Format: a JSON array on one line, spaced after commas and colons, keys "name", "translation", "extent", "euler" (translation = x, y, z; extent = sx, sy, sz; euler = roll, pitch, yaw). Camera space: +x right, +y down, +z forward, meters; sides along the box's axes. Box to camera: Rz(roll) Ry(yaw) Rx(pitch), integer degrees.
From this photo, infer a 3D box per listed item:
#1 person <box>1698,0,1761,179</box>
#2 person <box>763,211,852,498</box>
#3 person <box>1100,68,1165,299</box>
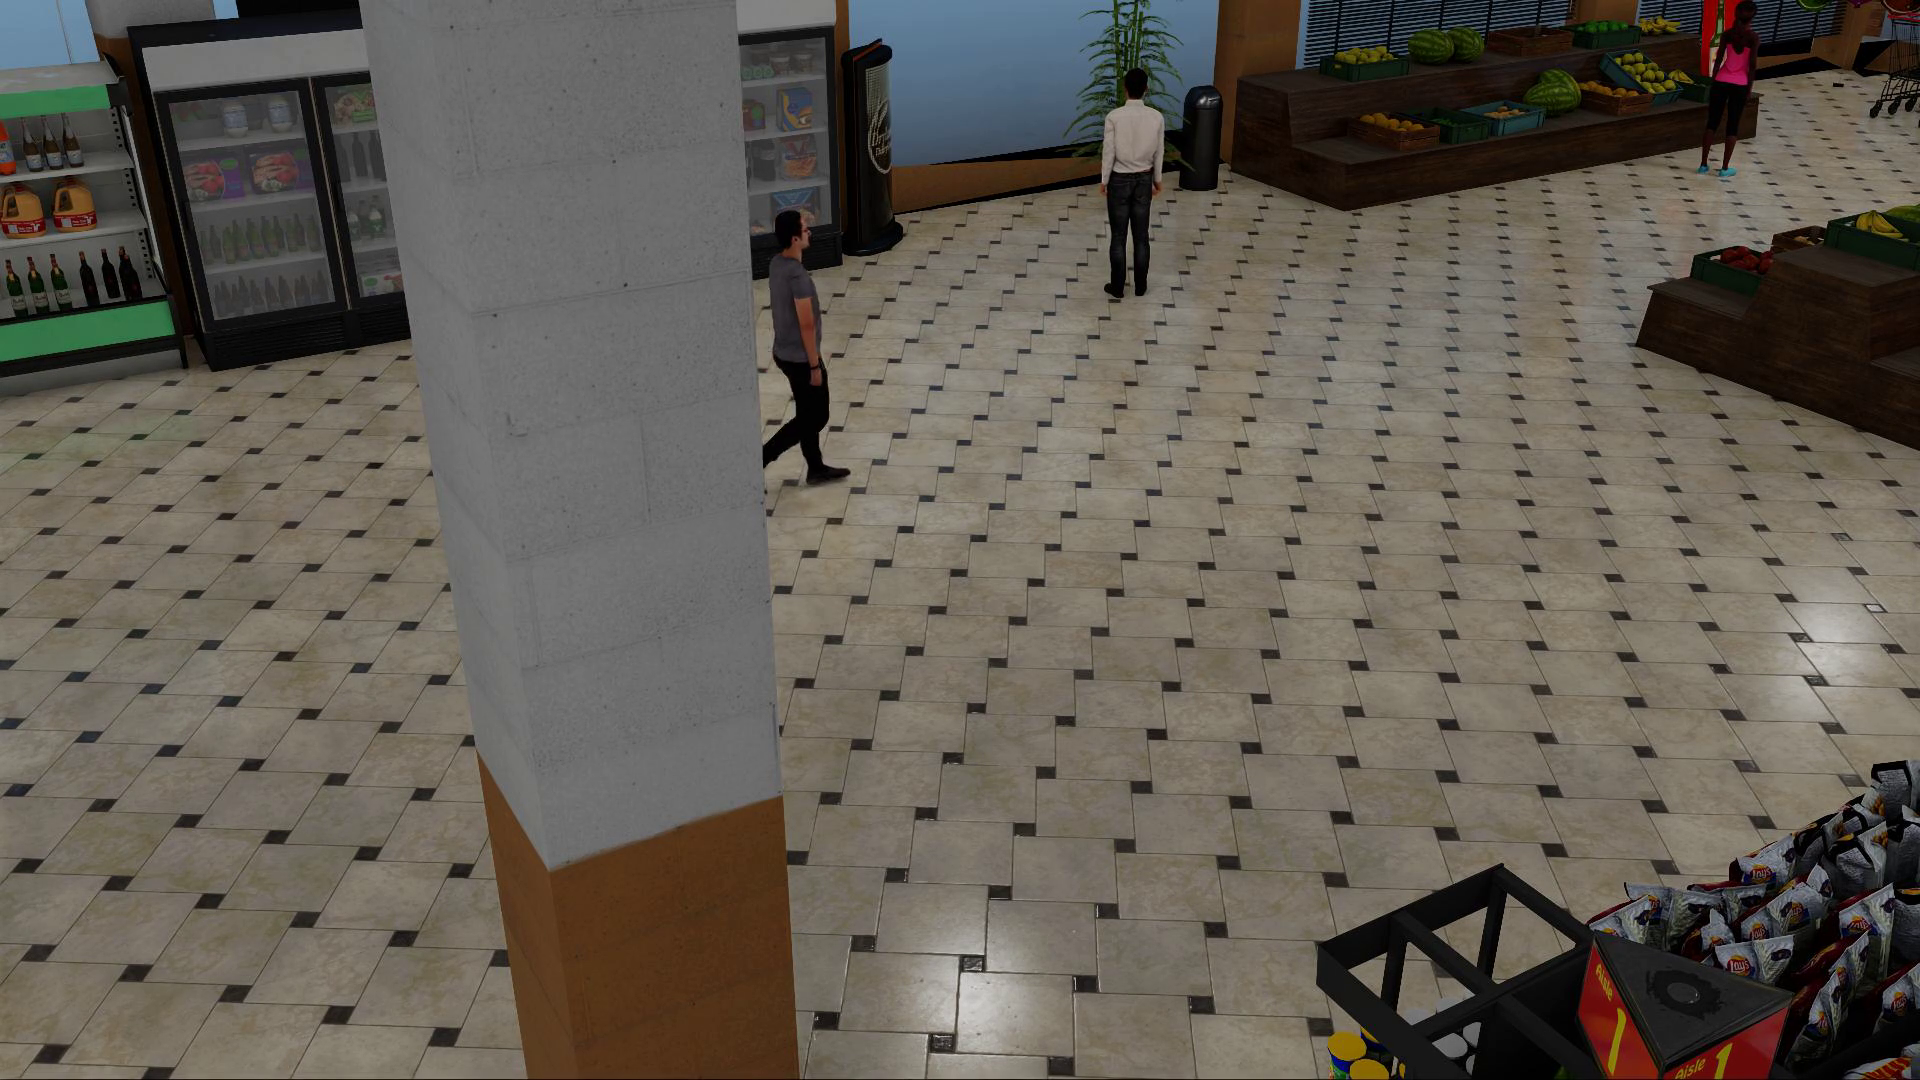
[{"name": "person", "translation": [7.737, -4.537, 16.710], "extent": [0.610, 1.723, 0.621], "euler": [23, 35, 38]}, {"name": "person", "translation": [-1.020, -1.072, 9.860], "extent": [0.984, 1.740, 0.685], "euler": [-12, 29, -22]}, {"name": "person", "translation": [1.362, -2.839, 13.265], "extent": [0.628, 1.810, 0.798], "euler": [-4, 27, -8]}]
